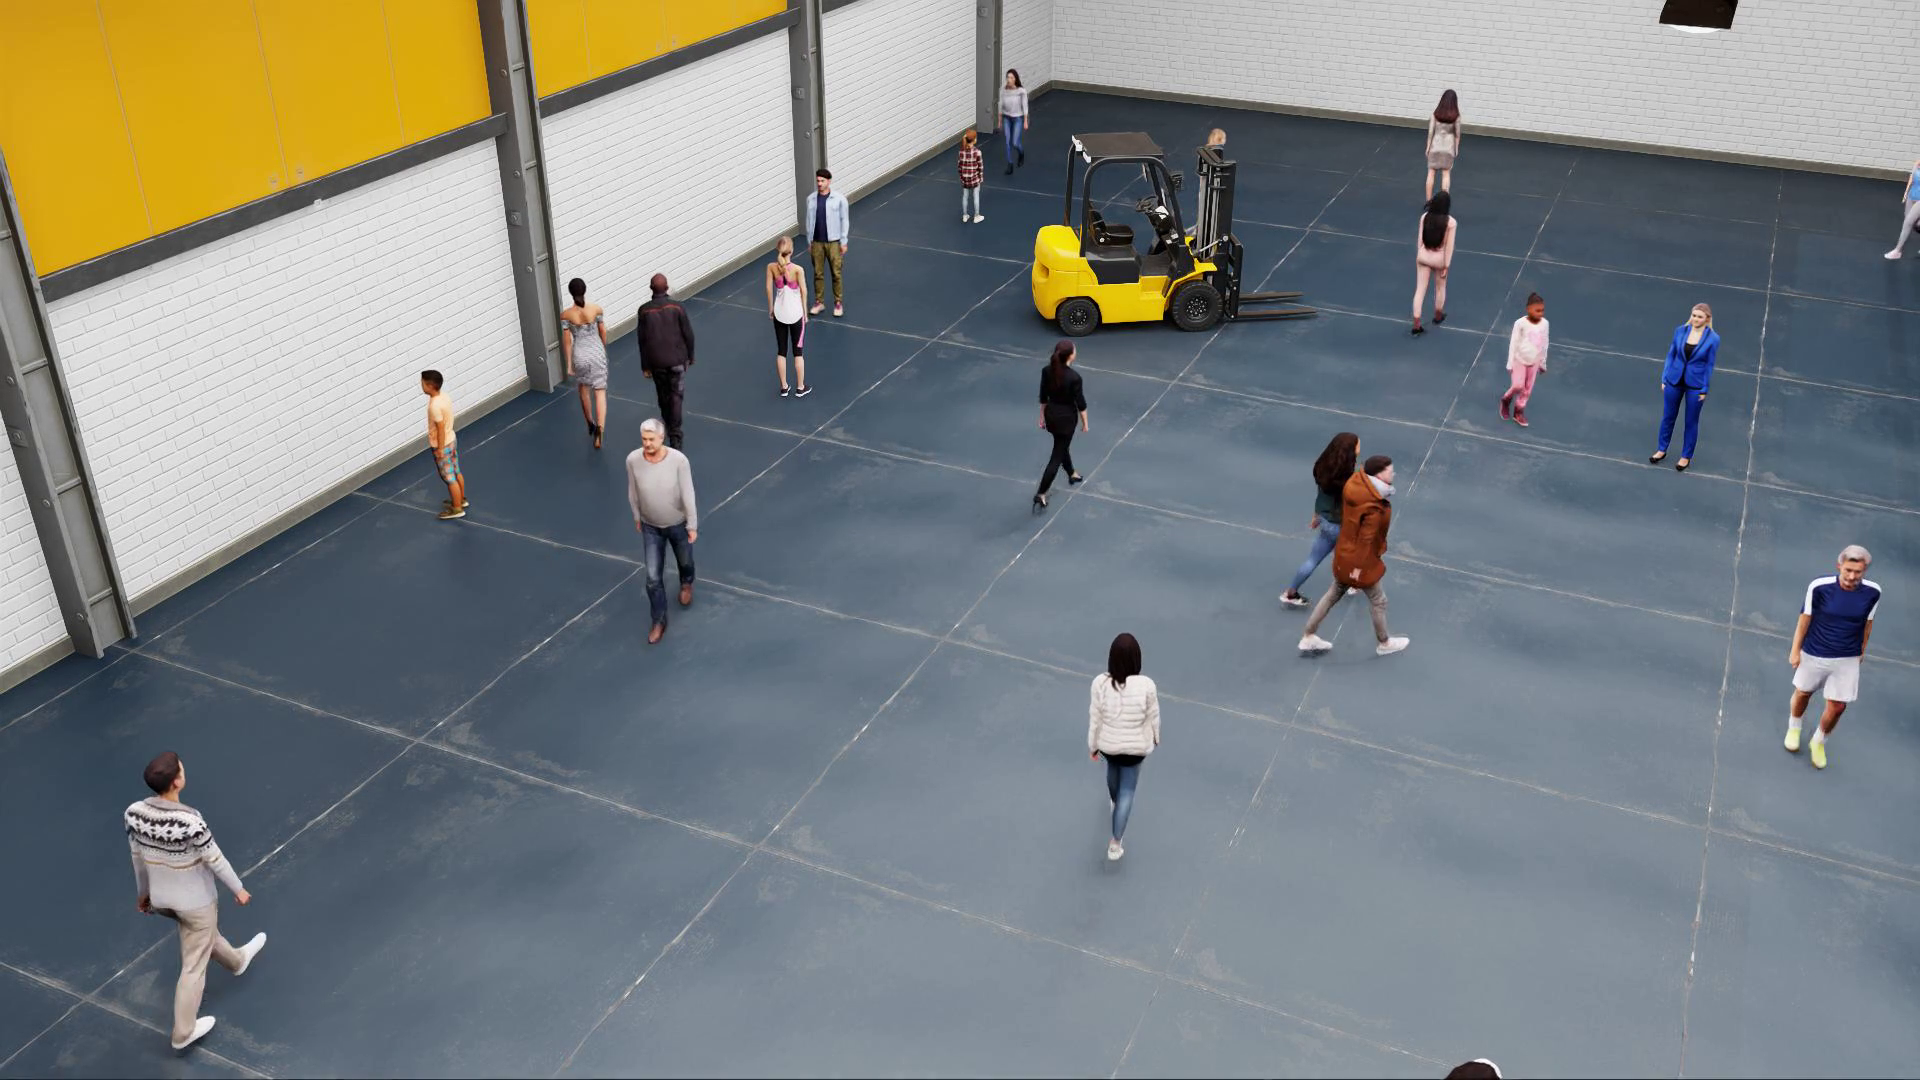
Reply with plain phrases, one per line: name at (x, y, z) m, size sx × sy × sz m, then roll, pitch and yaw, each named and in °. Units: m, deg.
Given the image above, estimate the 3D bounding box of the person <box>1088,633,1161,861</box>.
person at (1.095, 1.402, 11.182) m, size 0.702 × 1.605 × 1.094 m, roll 9°, pitch 30°, yaw 15°

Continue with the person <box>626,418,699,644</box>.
person at (-2.414, -0.177, 13.799) m, size 1.039 × 1.871 × 1.326 m, roll 2°, pitch 29°, yaw 3°

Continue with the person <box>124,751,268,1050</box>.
person at (-4.555, 2.122, 9.642) m, size 0.778 × 1.815 × 1.185 m, roll 10°, pitch 30°, yaw 17°

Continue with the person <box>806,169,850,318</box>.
person at (-1.612, -3.609, 20.155) m, size 0.722 × 1.810 × 0.632 m, roll 6°, pitch 29°, yaw 12°

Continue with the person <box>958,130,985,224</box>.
person at (0.151, -5.141, 23.488) m, size 0.535 × 1.306 × 0.520 m, roll 10°, pitch 30°, yaw 18°

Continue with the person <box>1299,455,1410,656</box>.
person at (3.084, 0.165, 13.256) m, size 1.172 × 1.791 × 1.175 m, roll -6°, pitch 29°, yaw -11°

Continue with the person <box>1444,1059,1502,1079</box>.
person at (2.287, 3.156, 7.758) m, size 0.854 × 1.805 × 0.811 m, roll -22°, pitch 36°, yaw -35°

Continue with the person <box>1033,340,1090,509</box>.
person at (0.899, -1.049, 15.667) m, size 0.813 × 1.613 × 1.149 m, roll 22°, pitch 36°, yaw 35°

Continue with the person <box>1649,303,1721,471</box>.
person at (7.201, -1.539, 16.476) m, size 0.663 × 1.699 × 0.627 m, roll 22°, pitch 36°, yaw 35°

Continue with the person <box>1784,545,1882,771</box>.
person at (6.329, 0.772, 12.126) m, size 0.703 × 1.808 × 0.762 m, roll 9°, pitch 30°, yaw 16°

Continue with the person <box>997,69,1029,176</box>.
person at (0.847, -6.424, 25.518) m, size 0.635 × 1.616 × 0.685 m, roll 14°, pitch 31°, yaw 24°

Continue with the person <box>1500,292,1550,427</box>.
person at (5.907, -1.918, 17.444) m, size 0.682 × 1.436 × 0.737 m, roll -6°, pitch 29°, yaw -10°

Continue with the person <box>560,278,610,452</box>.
person at (-3.718, -1.732, 16.731) m, size 0.960 × 1.793 × 1.108 m, roll -5°, pitch 29°, yaw -10°

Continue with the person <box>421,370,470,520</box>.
person at (-4.832, -0.912, 15.587) m, size 0.659 × 1.450 × 0.551 m, roll -2°, pitch 29°, yaw -4°

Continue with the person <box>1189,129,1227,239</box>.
person at (3.182, -4.462, 21.712) m, size 0.847 × 1.817 × 0.825 m, roll -3°, pitch 29°, yaw -5°

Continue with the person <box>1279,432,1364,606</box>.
person at (3.065, -0.128, 14.024) m, size 1.108 × 1.570 × 1.118 m, roll -6°, pitch 29°, yaw -12°

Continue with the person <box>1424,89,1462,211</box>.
person at (6.904, -5.578, 23.833) m, size 0.635 × 1.744 × 0.567 m, roll 7°, pitch 29°, yaw 13°

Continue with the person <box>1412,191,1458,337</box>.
person at (5.523, -3.226, 19.578) m, size 0.733 × 1.689 × 1.014 m, roll 17°, pitch 33°, yaw 29°

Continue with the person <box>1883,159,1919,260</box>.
person at (12.755, -4.495, 22.015) m, size 1.012 × 1.585 × 1.013 m, roll -6°, pitch 29°, yaw -10°

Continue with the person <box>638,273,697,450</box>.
person at (-2.958, -1.798, 16.855) m, size 1.016 × 1.790 × 1.215 m, roll -1°, pitch 29°, yaw -1°

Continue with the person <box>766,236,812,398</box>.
person at (-1.860, -2.414, 17.987) m, size 0.640 × 1.787 × 0.575 m, roll 7°, pitch 29°, yaw 13°
